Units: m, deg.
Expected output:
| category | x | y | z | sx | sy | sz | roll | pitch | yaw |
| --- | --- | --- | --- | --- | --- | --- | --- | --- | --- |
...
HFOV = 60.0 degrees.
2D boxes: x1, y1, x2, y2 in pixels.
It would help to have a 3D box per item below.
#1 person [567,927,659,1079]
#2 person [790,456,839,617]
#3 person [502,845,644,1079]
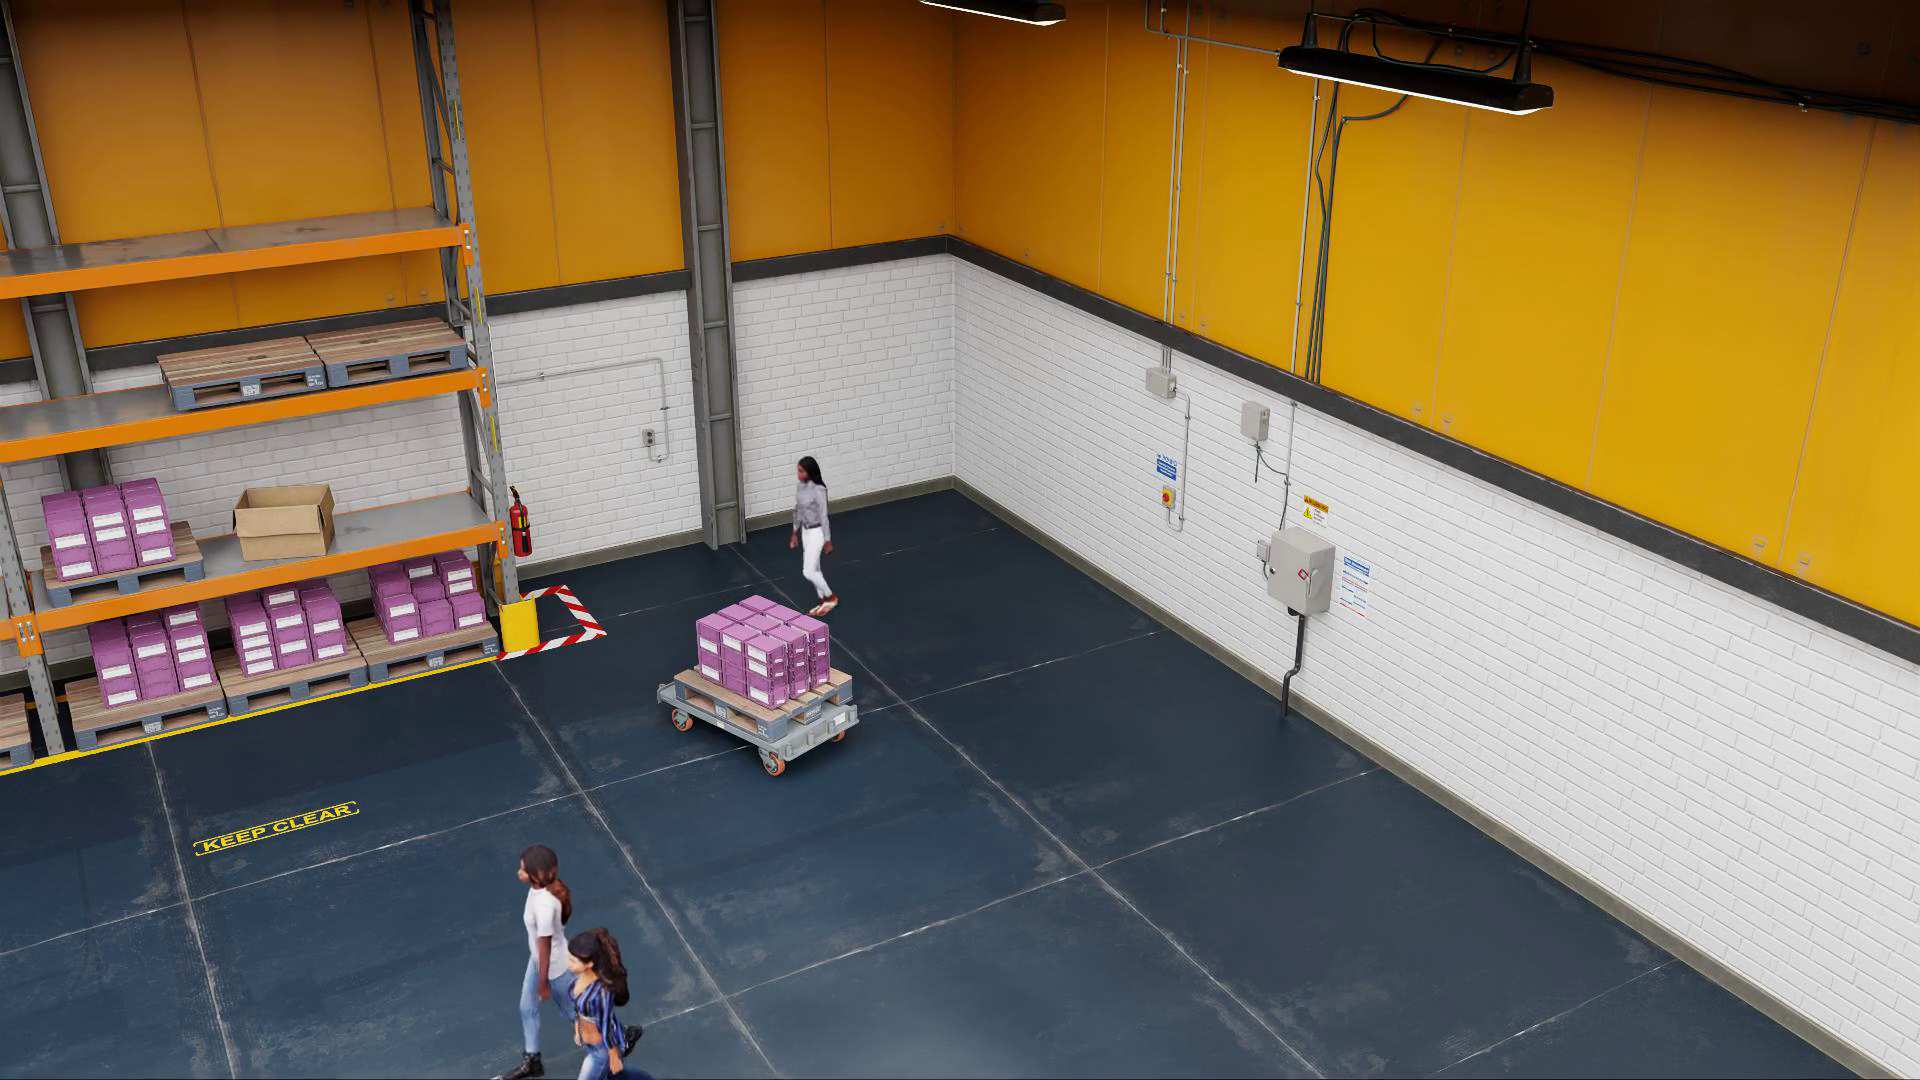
| category | x | y | z | sx | sy | sz | roll | pitch | yaw |
| --- | --- | --- | --- | --- | --- | --- | --- | --- | --- |
| person | -2.012 | 2.926 | 9.716 | 1.023 | 1.587 | 0.616 | -13 | 27 | -27 |
| person | -1.352 | -0.051 | 16.385 | 0.592 | 1.701 | 0.594 | -14 | 27 | -29 |
| person | -2.439 | 2.622 | 10.286 | 1.160 | 1.687 | 0.742 | -8 | 25 | -18 |
